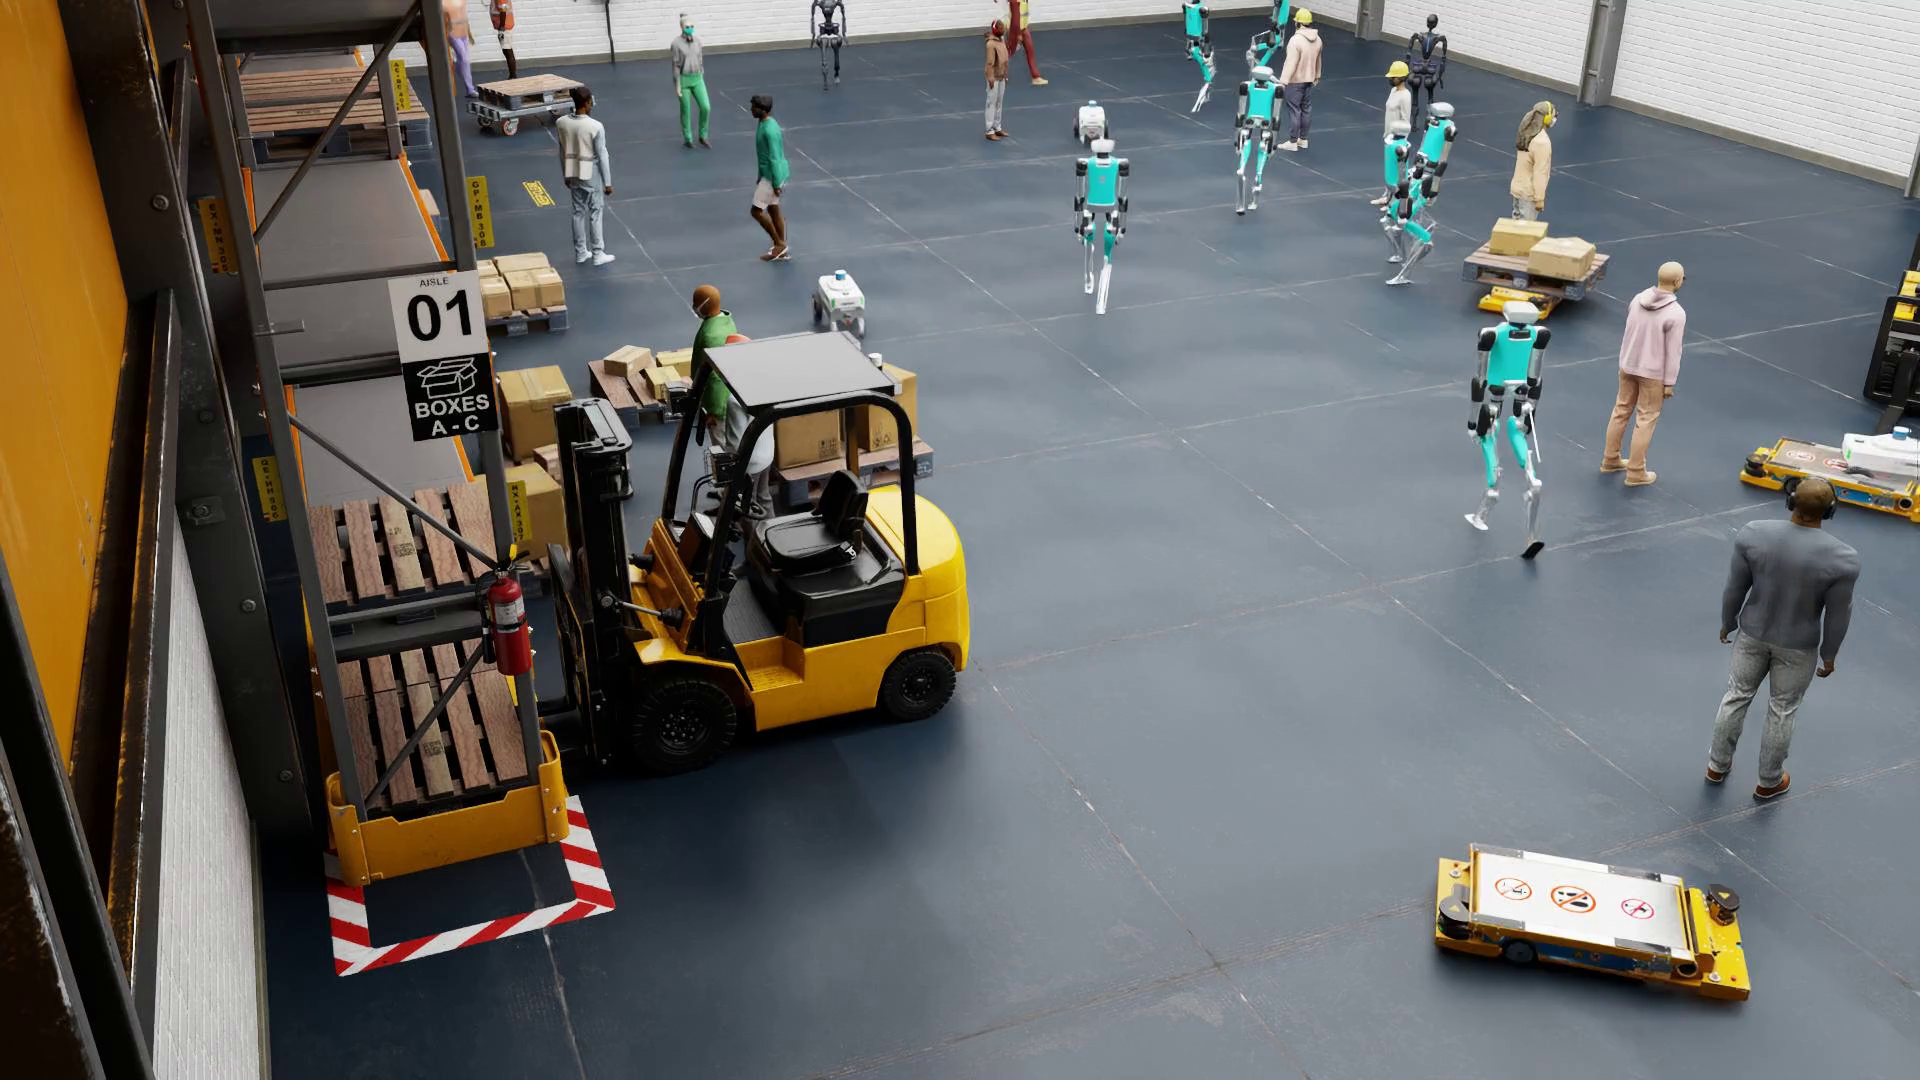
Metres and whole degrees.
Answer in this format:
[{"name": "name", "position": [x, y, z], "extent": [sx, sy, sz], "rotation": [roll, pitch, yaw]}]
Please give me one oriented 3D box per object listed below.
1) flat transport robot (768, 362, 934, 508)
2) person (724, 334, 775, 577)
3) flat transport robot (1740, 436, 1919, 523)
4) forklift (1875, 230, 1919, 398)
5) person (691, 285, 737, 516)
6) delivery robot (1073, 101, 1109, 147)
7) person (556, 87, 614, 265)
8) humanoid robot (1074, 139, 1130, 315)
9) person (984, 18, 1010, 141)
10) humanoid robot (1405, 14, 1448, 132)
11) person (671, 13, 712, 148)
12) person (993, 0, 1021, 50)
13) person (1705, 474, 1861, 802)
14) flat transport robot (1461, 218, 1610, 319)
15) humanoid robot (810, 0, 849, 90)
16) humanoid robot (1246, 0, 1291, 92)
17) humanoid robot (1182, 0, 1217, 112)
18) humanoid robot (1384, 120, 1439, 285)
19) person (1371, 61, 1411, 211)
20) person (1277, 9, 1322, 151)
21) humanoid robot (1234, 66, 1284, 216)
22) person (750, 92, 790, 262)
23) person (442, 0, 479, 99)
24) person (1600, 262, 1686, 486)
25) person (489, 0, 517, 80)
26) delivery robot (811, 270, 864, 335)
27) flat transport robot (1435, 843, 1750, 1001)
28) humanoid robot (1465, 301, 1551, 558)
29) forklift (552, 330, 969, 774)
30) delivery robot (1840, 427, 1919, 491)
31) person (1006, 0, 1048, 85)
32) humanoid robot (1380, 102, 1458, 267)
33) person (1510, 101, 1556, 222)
[{"name": "flat transport robot", "position": [-0.941, -0.469, 12.919], "extent": [0.659, 0.231, 1.431], "rotation": [-13, 29, -24]}, {"name": "person", "position": [-1.471, -0.588, 11.522], "extent": [0.348, 1.738, 0.572], "rotation": [8, 28, 16]}, {"name": "flat transport robot", "position": [6.905, -0.469, 12.921], "extent": [1.431, 0.231, 0.659], "rotation": [18, 32, 31]}, {"name": "forklift", "position": [9.029, -2.397, 14.618], "extent": [1.214, 2.155, 2.313], "rotation": [18, 32, 32]}, {"name": "person", "position": [-1.796, -1.040, 12.373], "extent": [0.384, 1.782, 0.539], "rotation": [0, 27, 0]}, {"name": "delivery robot", "position": [1.844, -5.838, 23.272], "extent": [0.499, 0.587, 0.782], "rotation": [1, 27, 2]}, {"name": "person", "position": [-4.038, -3.916, 17.958], "extent": [0.601, 1.906, 0.414], "rotation": [11, 29, 20]}, {"name": "humanoid robot", "position": [1.409, -3.242, 16.832], "extent": [0.532, 1.772, 0.980], "rotation": [1, 27, 2]}, {"name": "person", "position": [0.500, -6.446, 23.266], "extent": [0.333, 1.651, 0.462], "rotation": [13, 30, 24]}, {"name": "humanoid robot", "position": [6.567, -6.619, 23.592], "extent": [0.607, 1.647, 0.363], "rotation": [6, 27, 11]}, {"name": "person", "position": [-3.668, -6.237, 22.665], "extent": [0.520, 1.822, 0.574], "rotation": [-16, 31, -29]}, {"name": "person", "position": [0.851, -9.603, 29.292], "extent": [0.576, 1.884, 0.354], "rotation": [8, 28, 15]}, {"name": "person", "position": [4.464, 0.534, 9.069], "extent": [0.634, 1.938, 0.363], "rotation": [21, 33, 35]}, {"name": "flat transport robot", "position": [5.908, -2.604, 17.167], "extent": [0.659, 0.231, 1.431], "rotation": [17, 31, 30]}, {"name": "humanoid robot", "position": [-2.081, -8.047, 26.470], "extent": [0.612, 1.650, 0.709], "rotation": [0, 27, -1]}, {"name": "humanoid robot", "position": [4.785, -7.827, 25.950], "extent": [1.042, 1.743, 0.548], "rotation": [15, 30, 27]}, {"name": "humanoid robot", "position": [3.707, -7.332, 24.980], "extent": [0.814, 1.792, 0.540], "rotation": [-16, 31, -29]}, {"name": "humanoid robot", "position": [4.677, -3.427, 17.181], "extent": [0.748, 1.796, 0.544], "rotation": [-2, 27, -4]}, {"name": "person", "position": [5.193, -4.838, 19.946], "extent": [0.328, 1.765, 0.532], "rotation": [-3, 27, -5]}, {"name": "person", "position": [4.642, -6.267, 22.674], "extent": [0.815, 1.865, 0.416], "rotation": [-22, 34, -37]}, {"name": "humanoid robot", "position": [3.455, -4.618, 19.605], "extent": [0.537, 1.778, 1.035], "rotation": [8, 28, 15]}, {"name": "person", "position": [-2.078, -3.923, 18.042], "extent": [0.466, 1.834, 0.519], "rotation": [-4, 27, -8]}, {"name": "person", "position": [-7.828, -7.781, 25.737], "extent": [0.798, 1.812, 0.575], "rotation": [8, 28, 15]}, {"name": "person", "position": [5.301, -1.283, 12.867], "extent": [0.409, 1.777, 0.519], "rotation": [-14, 30, -25]}, {"name": "person", "position": [-7.218, -8.115, 26.241], "extent": [0.367, 1.966, 0.604], "rotation": [-5, 27, -9]}, {"name": "delivery robot", "position": [-1.168, -2.357, 16.341], "extent": [0.499, 0.581, 0.777], "rotation": [-7, 27, -13]}, {"name": "flat transport robot", "position": [3.112, 1.878, 8.251], "extent": [1.431, 0.231, 0.659], "rotation": [7, 28, 14]}, {"name": "humanoid robot", "position": [4.000, -0.732, 11.834], "extent": [0.541, 1.770, 0.940], "rotation": [-5, 27, -9]}, {"name": "forklift", "position": [-1.094, 0.010, 9.831], "extent": [2.313, 2.155, 1.214], "rotation": [-10, 28, -20]}, {"name": "delivery robot", "position": [7.170, -0.583, 12.827], "extent": [0.789, 0.593, 0.499], "rotation": [11, 29, 20]}, {"name": "person", "position": [0.936, -8.170, 26.627], "extent": [0.942, 1.720, 0.489], "rotation": [14, 30, 25]}, {"name": "humanoid robot", "position": [4.853, -3.774, 17.892], "extent": [0.739, 1.803, 0.536], "rotation": [-7, 28, -13]}, {"name": "person", "position": [5.974, -3.666, 17.505], "extent": [0.398, 1.871, 0.558], "rotation": [-1, 27, -2]}]
